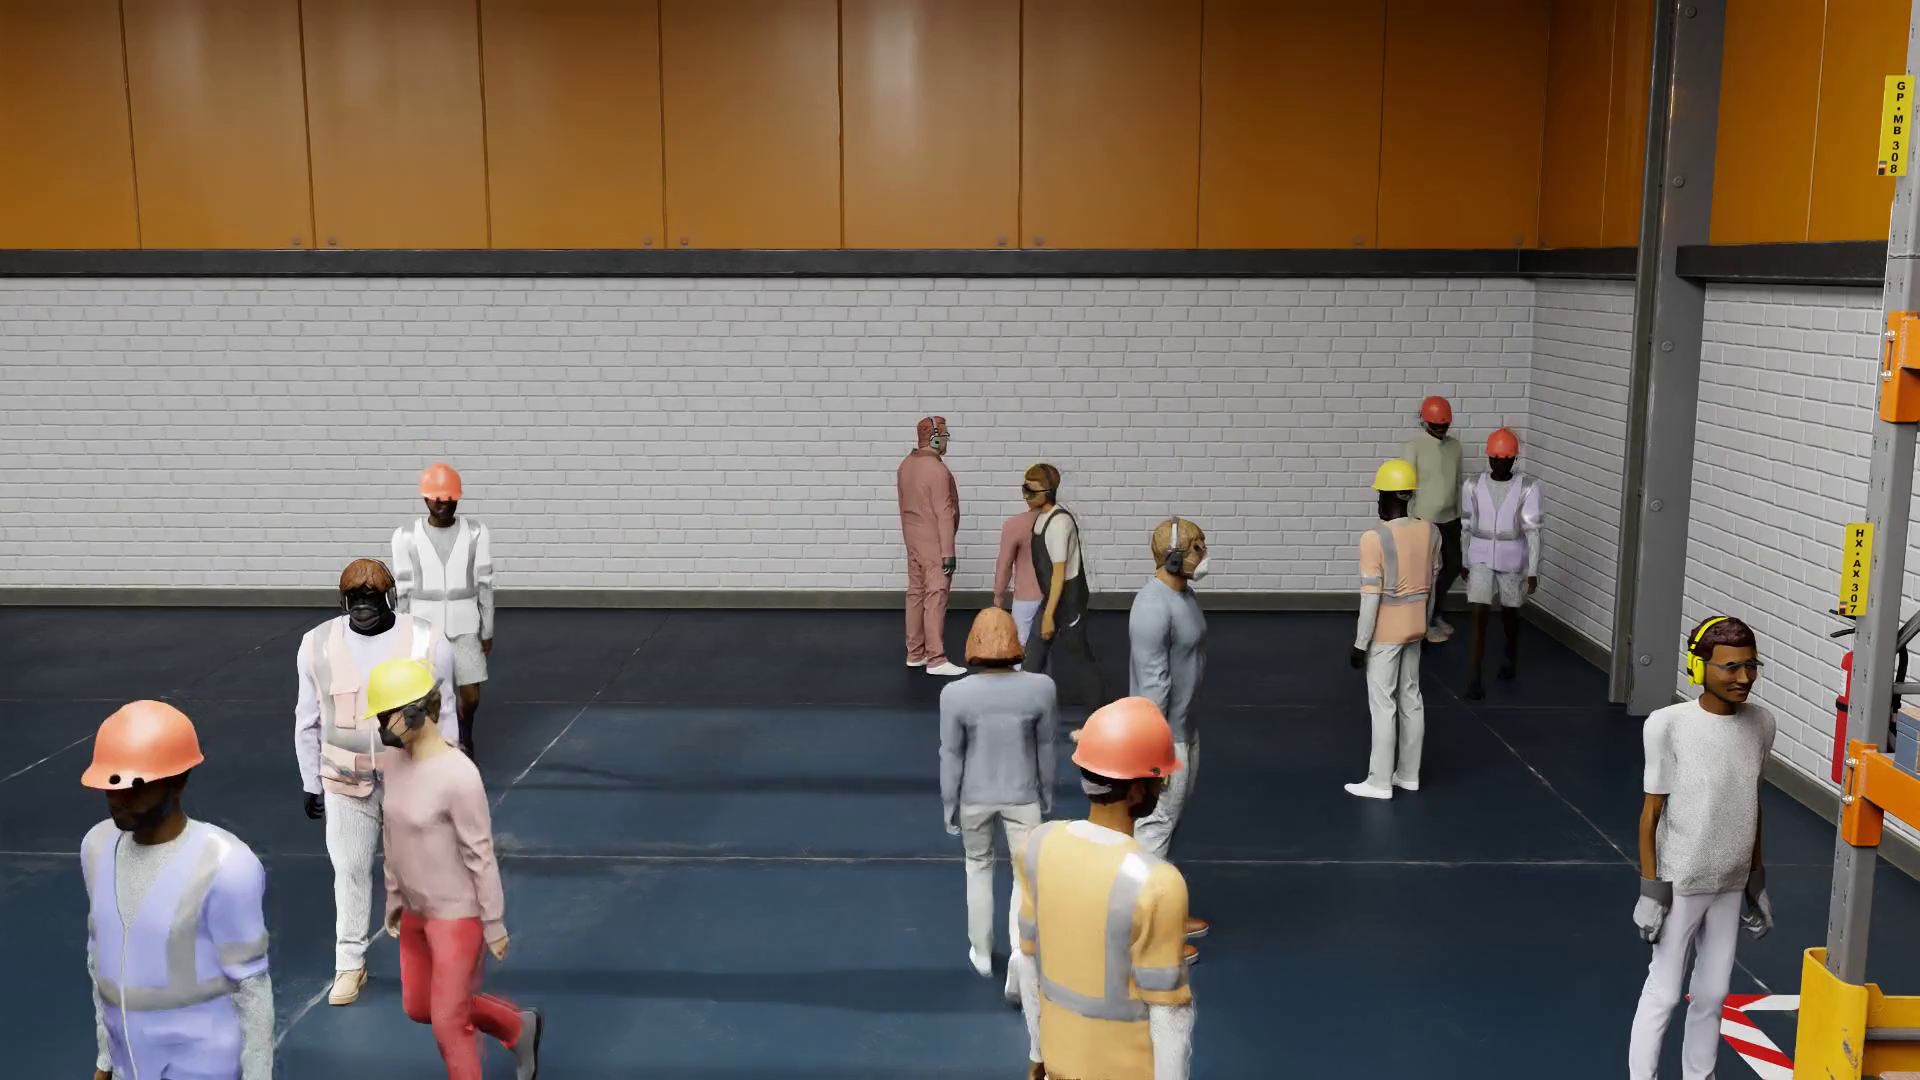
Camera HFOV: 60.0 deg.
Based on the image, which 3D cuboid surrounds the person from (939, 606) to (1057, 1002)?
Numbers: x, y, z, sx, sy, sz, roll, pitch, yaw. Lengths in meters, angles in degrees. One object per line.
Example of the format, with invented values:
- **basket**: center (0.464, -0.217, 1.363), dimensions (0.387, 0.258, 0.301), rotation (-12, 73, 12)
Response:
- **person**: center (0.160, 1.080, 6.853), dimensions (0.498, 1.609, 0.661), rotation (0, 9, 0)

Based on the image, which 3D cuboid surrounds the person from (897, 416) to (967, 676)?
- **person**: center (-0.196, 0.042, 12.228), dimensions (0.405, 1.907, 0.659), rotation (-5, 11, -29)

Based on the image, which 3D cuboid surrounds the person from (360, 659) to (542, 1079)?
- **person**: center (-1.679, 1.225, 5.643), dimensions (0.547, 1.731, 0.624), rotation (8, 13, 41)

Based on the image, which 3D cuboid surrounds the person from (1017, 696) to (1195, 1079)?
- **person**: center (0.344, 1.357, 4.295), dimensions (0.489, 1.931, 0.601), rotation (-8, 13, -41)

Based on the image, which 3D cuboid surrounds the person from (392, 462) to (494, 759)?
- **person**: center (-2.947, 0.490, 9.519), dimensions (0.553, 1.920, 0.609), rotation (-4, 10, -21)

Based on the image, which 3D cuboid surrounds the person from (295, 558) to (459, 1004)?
- **person**: center (-2.376, 0.979, 6.808), dimensions (0.633, 1.841, 0.429), rotation (-2, 10, -13)

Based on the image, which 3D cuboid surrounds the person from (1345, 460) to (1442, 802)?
- **person**: center (2.425, 0.509, 9.373), dimensions (0.600, 1.925, 0.378), rotation (-7, 11, -34)

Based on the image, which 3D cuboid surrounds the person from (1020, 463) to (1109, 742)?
- **person**: center (0.538, 0.411, 10.340), dimensions (0.965, 1.787, 0.521), rotation (-2, 10, -14)

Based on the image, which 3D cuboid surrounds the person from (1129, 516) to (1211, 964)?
- **person**: center (0.915, 0.855, 7.255), dimensions (0.362, 1.938, 0.636), rotation (3, 10, 18)

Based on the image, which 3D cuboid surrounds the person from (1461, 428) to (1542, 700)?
- **person**: center (3.829, 0.133, 11.780), dimensions (0.565, 1.883, 1.013), rotation (4, 10, 24)

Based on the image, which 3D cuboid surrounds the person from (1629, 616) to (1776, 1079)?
- **person**: center (2.502, 1.170, 5.580), dimensions (0.509, 1.872, 0.329), rotation (-3, 10, -16)

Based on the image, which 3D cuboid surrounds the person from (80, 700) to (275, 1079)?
- **person**: center (-2.024, 1.332, 4.422), dimensions (0.550, 1.927, 0.565), rotation (4, 10, 21)

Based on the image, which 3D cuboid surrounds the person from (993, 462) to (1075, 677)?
- **person**: center (0.495, 0.370, 10.753), dimensions (0.551, 1.741, 0.420), rotation (-4, 10, -24)

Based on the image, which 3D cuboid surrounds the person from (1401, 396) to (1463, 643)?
- **person**: center (3.807, -0.174, 13.309), dimensions (0.654, 1.973, 0.463), rotation (-5, 11, -27)
